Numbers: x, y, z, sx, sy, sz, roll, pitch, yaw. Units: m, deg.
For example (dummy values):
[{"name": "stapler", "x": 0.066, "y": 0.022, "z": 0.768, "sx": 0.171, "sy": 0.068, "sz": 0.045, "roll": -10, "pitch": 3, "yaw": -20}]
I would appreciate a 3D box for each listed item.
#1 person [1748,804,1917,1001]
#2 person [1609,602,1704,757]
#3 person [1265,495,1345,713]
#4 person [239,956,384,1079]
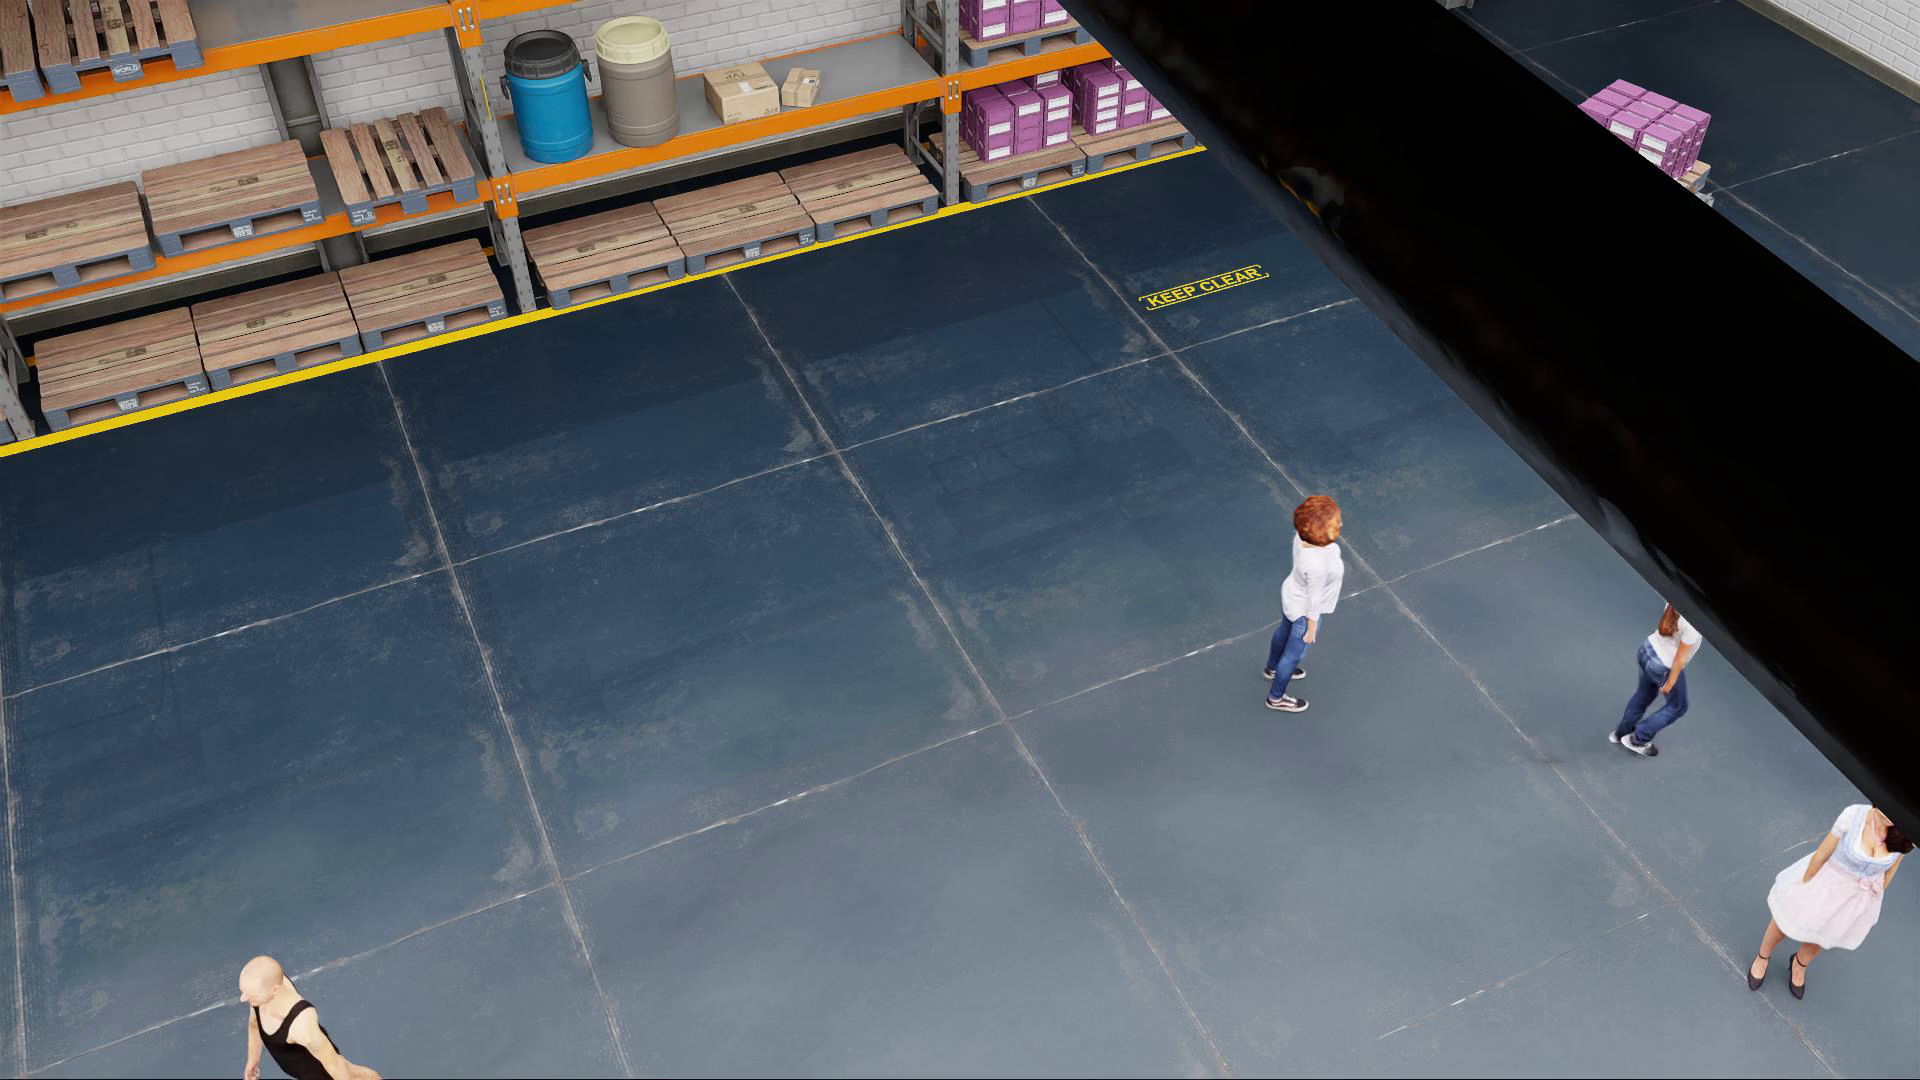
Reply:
[{"name": "person", "x": 4.706, "y": 1.866, "z": 8.927, "sx": 0.854, "sy": 1.818, "sz": 0.916, "roll": 13, "pitch": 45, "yaw": 13}, {"name": "person", "x": 4.300, "y": 0.753, "z": 10.287, "sx": 0.652, "sy": 1.554, "sz": 0.611, "roll": -5, "pitch": 44, "yaw": -5}, {"name": "person", "x": 2.163, "y": 0.385, "z": 10.564, "sx": 0.725, "sy": 1.707, "sz": 0.717, "roll": 0, "pitch": 44, "yaw": 0}, {"name": "person", "x": -3.140, "y": 2.534, "z": 8.260, "sx": 1.197, "sy": 1.773, "sz": 0.904, "roll": -34, "pitch": 53, "yaw": -30}]
